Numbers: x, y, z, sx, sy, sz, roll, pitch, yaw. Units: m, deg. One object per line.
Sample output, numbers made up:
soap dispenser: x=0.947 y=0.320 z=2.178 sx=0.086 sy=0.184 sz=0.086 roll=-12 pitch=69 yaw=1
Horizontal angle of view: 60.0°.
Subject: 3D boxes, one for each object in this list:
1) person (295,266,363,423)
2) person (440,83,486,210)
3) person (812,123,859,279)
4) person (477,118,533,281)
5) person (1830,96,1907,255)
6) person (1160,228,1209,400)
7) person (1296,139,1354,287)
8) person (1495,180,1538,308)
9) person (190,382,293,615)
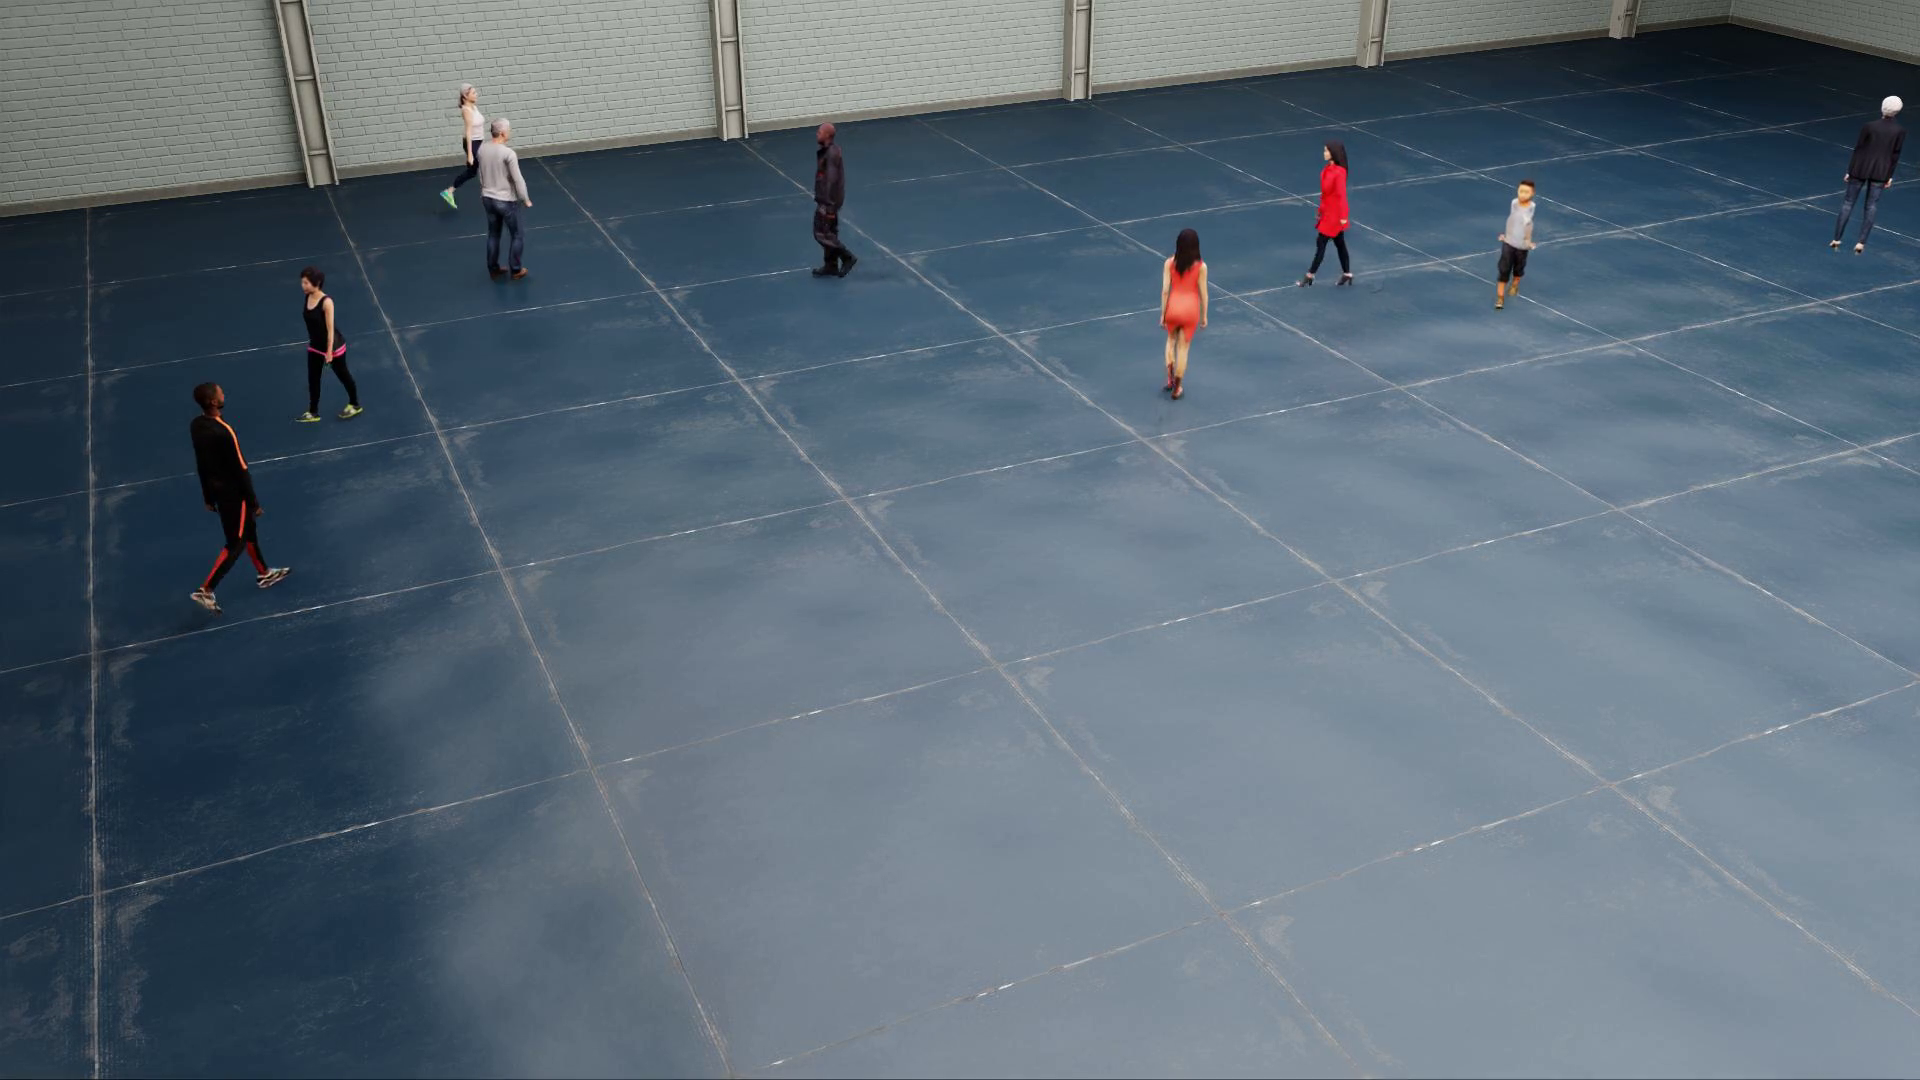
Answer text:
person: x=-5.949 y=-1.878 z=15.809 sx=0.822 sy=1.529 sz=0.961 roll=18 pitch=33 yaw=30
person: x=-6.427 y=-5.073 z=21.656 sx=1.204 sy=1.671 sz=0.890 roll=-2 pitch=28 yaw=-4
person: x=-1.430 y=-3.952 z=19.403 sx=0.889 sy=1.810 sz=0.838 roll=-4 pitch=28 yaw=-7
person: x=-5.304 y=-3.895 z=19.223 sx=0.866 sy=1.879 sz=0.889 roll=9 pitch=29 yaw=17
person: x=10.041 y=-4.069 z=18.441 sx=0.823 sy=1.782 sz=0.786 roll=11 pitch=30 yaw=20
person: x=2.147 y=-2.158 z=16.146 sx=0.699 sy=1.706 sz=0.764 roll=8 pitch=29 yaw=15
person: x=4.369 y=-3.703 z=19.046 sx=1.002 sy=1.706 sz=0.820 roll=-2 pitch=28 yaw=-4
person: x=6.331 y=-3.431 z=18.839 sx=0.997 sy=1.421 sz=1.083 roll=11 pitch=30 yaw=20
person: x=-5.602 y=-0.304 z=12.580 sx=1.028 sy=1.784 sz=1.230 roll=17 pitch=33 yaw=29
